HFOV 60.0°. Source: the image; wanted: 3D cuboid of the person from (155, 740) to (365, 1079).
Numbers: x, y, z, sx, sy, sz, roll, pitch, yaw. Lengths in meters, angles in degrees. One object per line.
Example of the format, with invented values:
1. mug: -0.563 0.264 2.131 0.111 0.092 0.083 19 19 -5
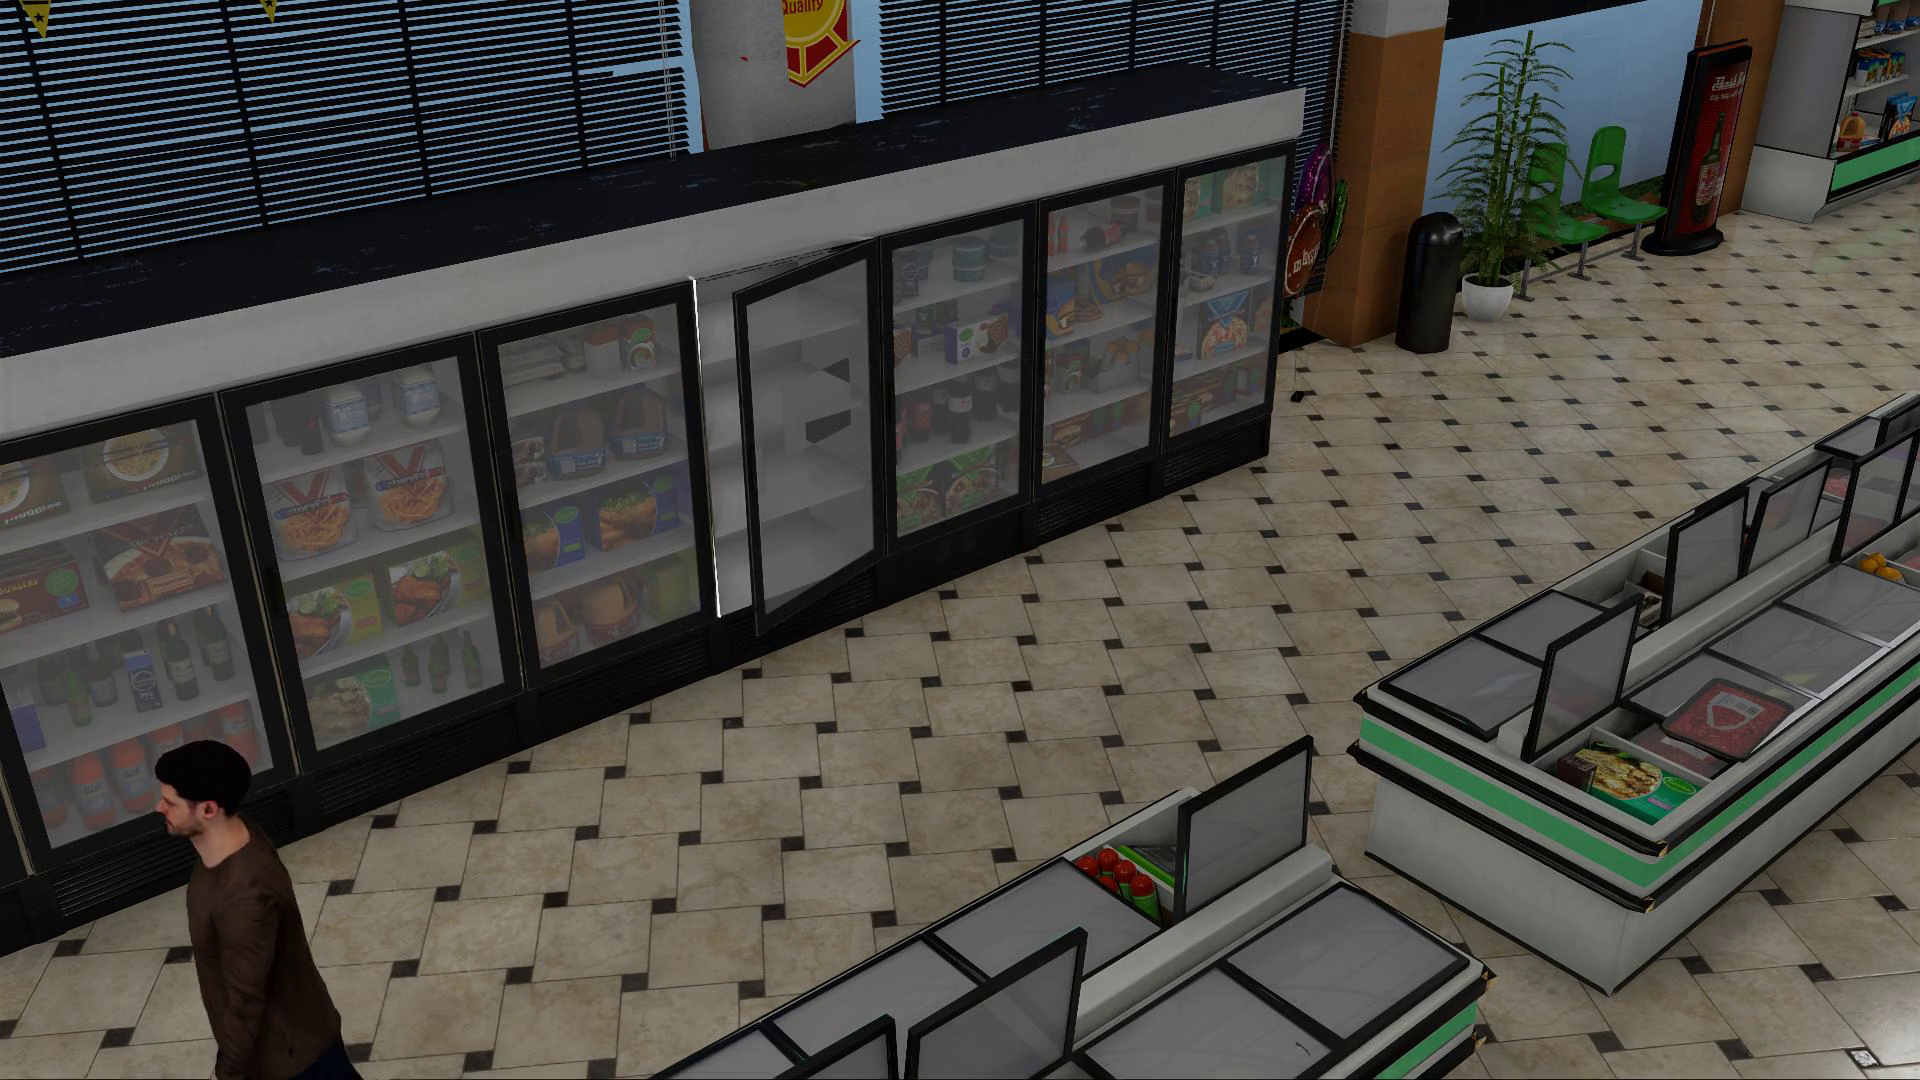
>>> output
1. person: -1.851 1.366 4.745 1.170 1.835 0.690 -18 32 -32
